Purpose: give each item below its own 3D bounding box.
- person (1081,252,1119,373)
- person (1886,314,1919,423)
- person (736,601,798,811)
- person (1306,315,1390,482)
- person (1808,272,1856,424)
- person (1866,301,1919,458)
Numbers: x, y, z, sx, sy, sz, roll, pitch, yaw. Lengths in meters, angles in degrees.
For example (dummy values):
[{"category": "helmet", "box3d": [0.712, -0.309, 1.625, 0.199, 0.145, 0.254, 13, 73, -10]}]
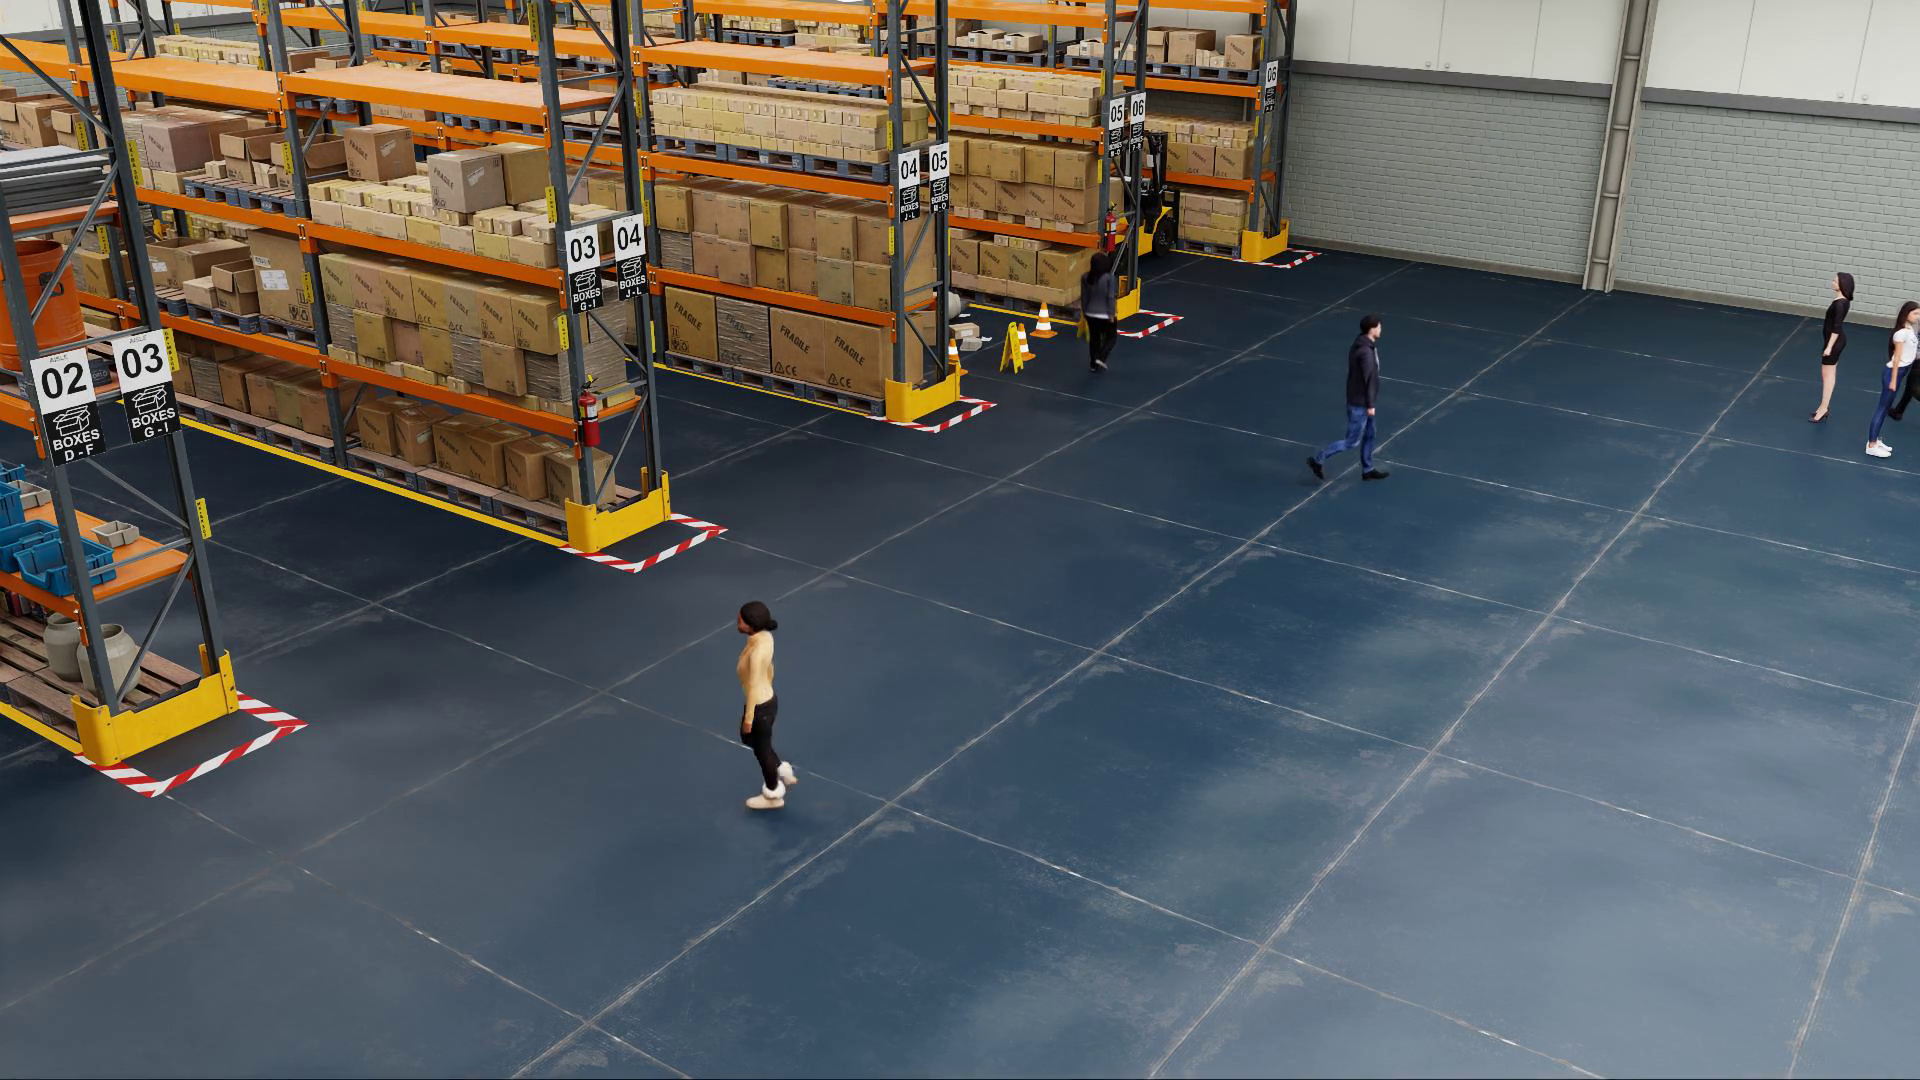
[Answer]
[{"category": "person", "box3d": [1.798, -2.941, 21.667, 0.593, 1.585, 0.731, 15, 27, 31]}, {"category": "person", "box3d": [11.394, -2.197, 19.494, 1.123, 1.916, 1.326, -11, 25, -24]}, {"category": "person", "box3d": [-1.340, 1.195, 11.864, 0.780, 1.646, 0.727, 0, 23, 0]}, {"category": "person", "box3d": [4.212, -1.474, 17.863, 1.267, 1.862, 1.059, 2, 23, 4]}, {"category": "person", "box3d": [10.440, -2.302, 19.883, 0.485, 1.806, 0.589, 16, 28, 33]}, {"category": "person", "box3d": [10.556, -1.839, 18.833, 0.521, 1.775, 0.591, 17, 28, 34]}]
